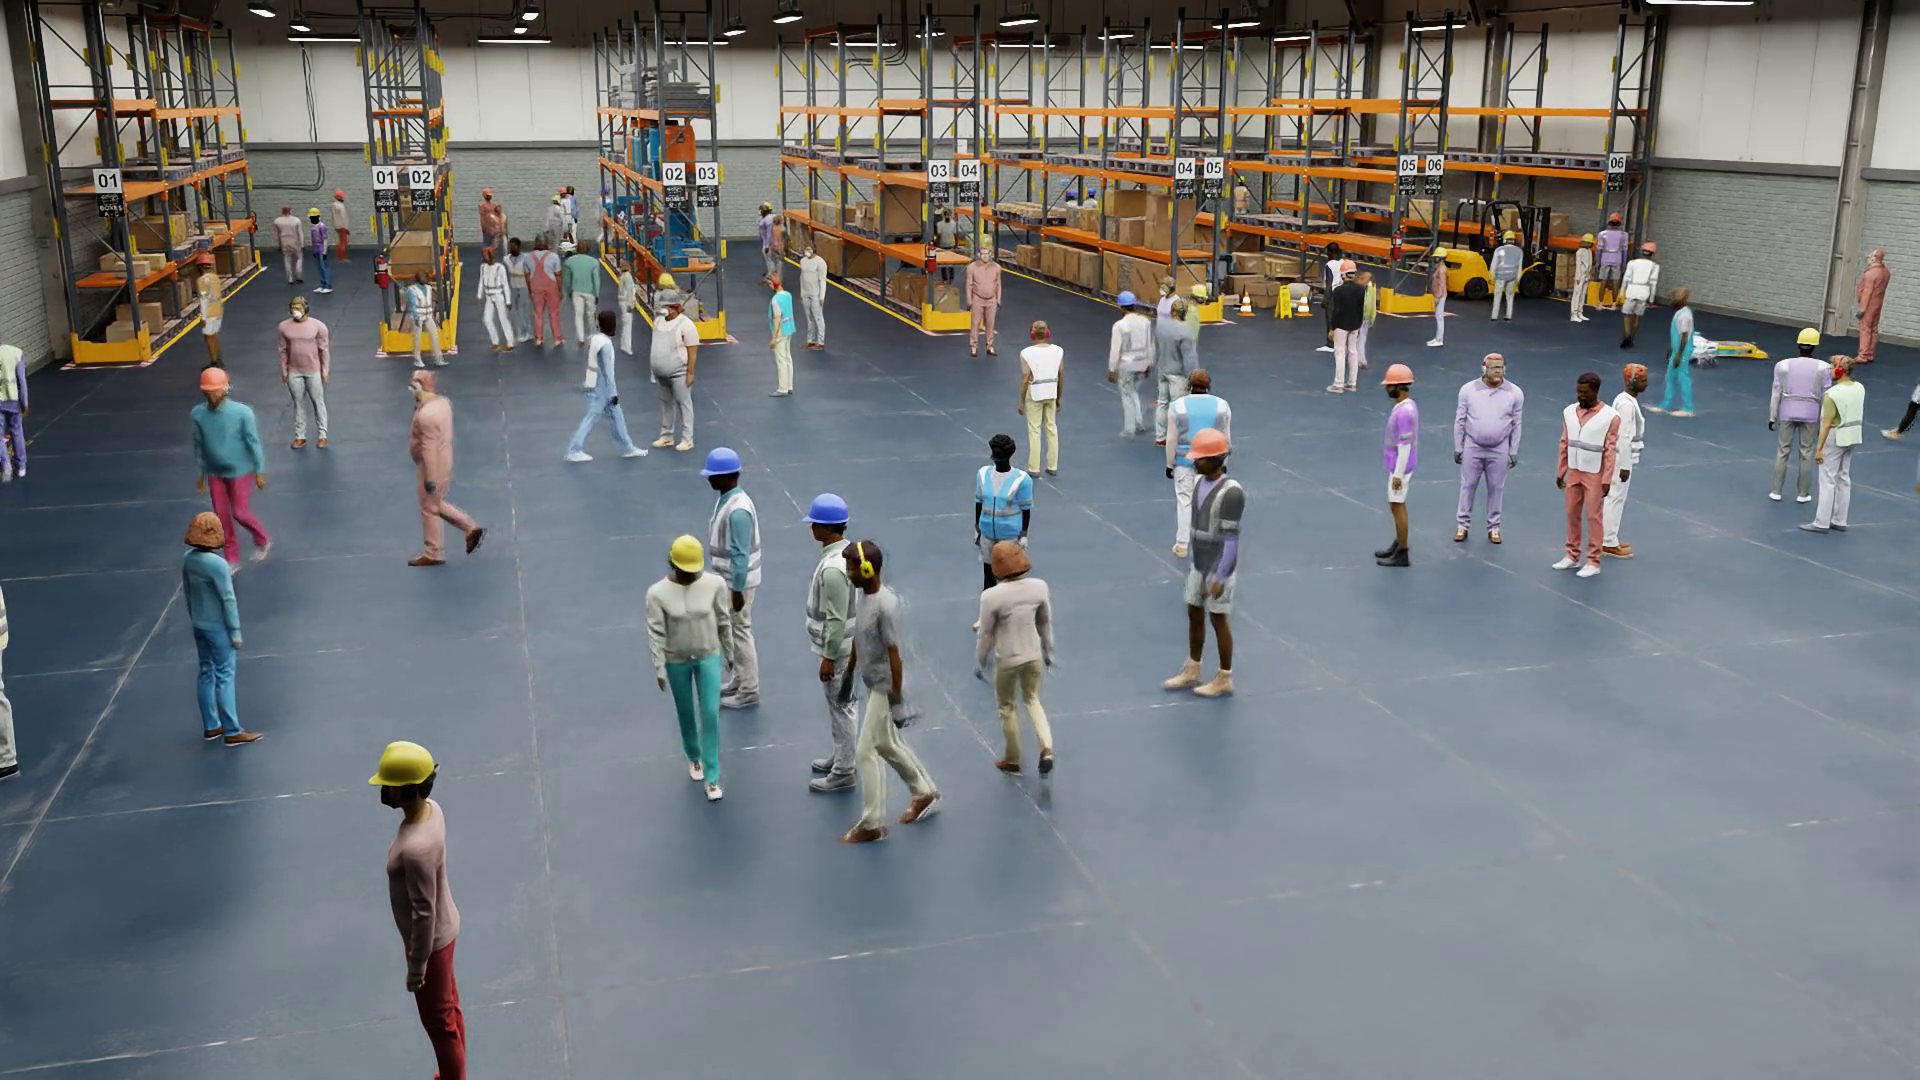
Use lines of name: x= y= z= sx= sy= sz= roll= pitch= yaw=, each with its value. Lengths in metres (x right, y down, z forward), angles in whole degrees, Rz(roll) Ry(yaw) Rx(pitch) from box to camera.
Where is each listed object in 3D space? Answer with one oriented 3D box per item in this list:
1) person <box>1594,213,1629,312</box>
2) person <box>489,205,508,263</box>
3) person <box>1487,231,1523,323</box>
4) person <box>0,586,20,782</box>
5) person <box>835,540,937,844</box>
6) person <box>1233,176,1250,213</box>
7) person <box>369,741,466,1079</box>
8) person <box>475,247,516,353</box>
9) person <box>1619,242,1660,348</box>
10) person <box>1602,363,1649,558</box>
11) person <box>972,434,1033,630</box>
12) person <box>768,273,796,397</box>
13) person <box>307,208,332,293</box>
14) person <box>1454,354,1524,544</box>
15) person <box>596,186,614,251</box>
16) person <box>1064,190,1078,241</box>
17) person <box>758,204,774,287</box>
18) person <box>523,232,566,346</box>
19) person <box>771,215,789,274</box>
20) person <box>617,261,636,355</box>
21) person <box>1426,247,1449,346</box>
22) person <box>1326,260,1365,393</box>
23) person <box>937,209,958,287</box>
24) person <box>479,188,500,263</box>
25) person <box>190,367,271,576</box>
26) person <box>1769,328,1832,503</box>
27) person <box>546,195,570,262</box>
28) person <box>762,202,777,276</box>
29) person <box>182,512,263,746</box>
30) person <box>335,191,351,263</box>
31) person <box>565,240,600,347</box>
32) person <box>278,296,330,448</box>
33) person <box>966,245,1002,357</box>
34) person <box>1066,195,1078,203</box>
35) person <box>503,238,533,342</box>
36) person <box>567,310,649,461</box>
person: x=13.607 y=-5.799 z=34.772 sx=0.629 sy=2.038 sz=0.394 roll=5 pitch=16 yaw=19
person: x=-12.372 y=-8.183 z=44.574 sx=0.531 sy=1.600 sz=0.818 roll=-10 pitch=18 yaw=-32
person: x=10.797 y=-5.201 z=32.938 sx=0.621 sy=1.818 sz=0.406 roll=-1 pitch=15 yaw=-3
person: x=-6.392 y=0.677 z=10.781 sx=0.404 sy=1.836 sz=0.590 roll=-11 pitch=19 yaw=-36
person: x=-0.448 y=0.893 z=10.042 sx=0.766 sy=1.844 sz=0.537 roll=-5 pitch=16 yaw=-19
person: x=8.996 y=-10.669 z=53.360 sx=0.617 sy=1.943 sz=0.463 roll=7 pitch=17 yaw=26
person: x=-2.294 y=1.692 z=7.098 sx=0.309 sy=1.769 sz=0.525 roll=-4 pitch=15 yaw=-14
person: x=-8.155 y=-4.201 z=29.124 sx=0.594 sy=1.852 sz=0.570 roll=10 pitch=18 yaw=33
person: x=12.022 y=-4.316 z=29.476 sx=0.618 sy=1.887 sz=0.706 roll=6 pitch=16 yaw=22
person: x=6.449 y=-0.777 z=16.161 sx=0.339 sy=1.882 sz=0.584 roll=5 pitch=16 yaw=18
person: x=0.346 y=-0.050 z=13.800 sx=0.532 sy=1.689 sz=0.319 roll=7 pitch=17 yaw=26
person: x=-2.662 y=-3.053 z=24.811 sx=0.389 sy=1.839 sz=0.563 roll=4 pitch=15 yaw=14
person: x=-14.684 y=-6.629 z=38.099 sx=0.384 sy=1.924 sz=0.593 roll=-13 pitch=20 yaw=-41
person: x=5.260 y=-0.914 z=16.625 sx=0.644 sy=1.913 sz=0.408 roll=4 pitch=15 yaw=14
person: x=-10.169 y=-9.175 z=47.678 sx=0.624 sy=1.923 sz=0.653 roll=7 pitch=17 yaw=25
person: x=3.078 y=-8.655 z=45.732 sx=0.580 sy=1.922 sz=0.648 roll=12 pitch=19 yaw=37
person: x=-4.599 y=-6.979 z=39.393 sx=0.361 sy=1.938 sz=0.635 roll=-4 pitch=15 yaw=-14
person: x=-7.459 y=-4.524 z=29.962 sx=0.685 sy=2.000 sz=0.538 roll=1 pitch=15 yaw=5
person: x=-4.403 y=-7.036 z=40.209 sx=0.532 sy=1.615 sz=0.415 roll=1 pitch=15 yaw=5
person: x=-5.797 y=-4.052 z=29.015 sx=0.324 sy=1.608 sz=0.648 roll=-8 pitch=17 yaw=-26
person: x=8.593 y=-4.366 z=29.892 sx=0.314 sy=1.769 sz=0.524 roll=4 pitch=15 yaw=15
person: x=5.832 y=-3.230 z=25.179 sx=0.625 sy=1.992 sz=0.389 roll=-8 pitch=17 yaw=-29
person: x=-0.302 y=-6.906 z=39.364 sx=0.507 sy=1.813 sz=0.976 roll=-1 pitch=15 yaw=-4
person: x=-12.770 y=-8.520 z=45.102 sx=0.409 sy=1.991 sz=0.625 roll=5 pitch=16 yaw=17
person: x=-6.812 y=-0.651 z=15.503 sx=0.630 sy=1.978 sz=0.526 roll=2 pitch=15 yaw=6
person: x=9.220 y=-1.365 z=18.290 sx=0.585 sy=1.928 sz=0.368 roll=8 pitch=17 yaw=28
person: x=-10.961 y=-8.513 z=45.448 sx=0.619 sy=1.794 sz=0.668 roll=11 pitch=19 yaw=37
person: x=-4.790 y=-7.529 z=41.667 sx=0.404 sy=1.834 sz=0.591 roll=6 pitch=16 yaw=23
person: x=-5.114 y=0.606 z=11.435 sx=0.500 sy=1.633 sz=0.286 roll=11 pitch=18 yaw=35
person: x=-16.697 y=-8.461 z=44.970 sx=0.410 sy=1.948 sz=0.715 roll=-7 pitch=16 yaw=-25
person: x=-6.785 y=-4.459 z=30.018 sx=0.639 sy=1.878 sz=1.043 roll=-2 pitch=15 yaw=-6
person: x=-8.320 y=-2.127 z=21.138 sx=0.630 sy=1.940 sz=0.373 roll=-1 pitch=15 yaw=-4
person: x=0.424 y=-4.125 z=28.717 sx=0.644 sy=1.907 sz=0.400 roll=-4 pitch=15 yaw=-15
person: x=3.194 y=-8.844 z=46.685 sx=0.639 sy=1.810 sz=0.659 roll=11 pitch=18 yaw=36
person: x=-8.107 y=-4.568 z=30.433 sx=0.595 sy=1.884 sz=0.919 roll=6 pitch=16 yaw=21
person: x=-4.399 y=-1.885 z=20.398 sx=0.984 sy=1.863 sz=0.612 roll=-5 pitch=16 yaw=-17
